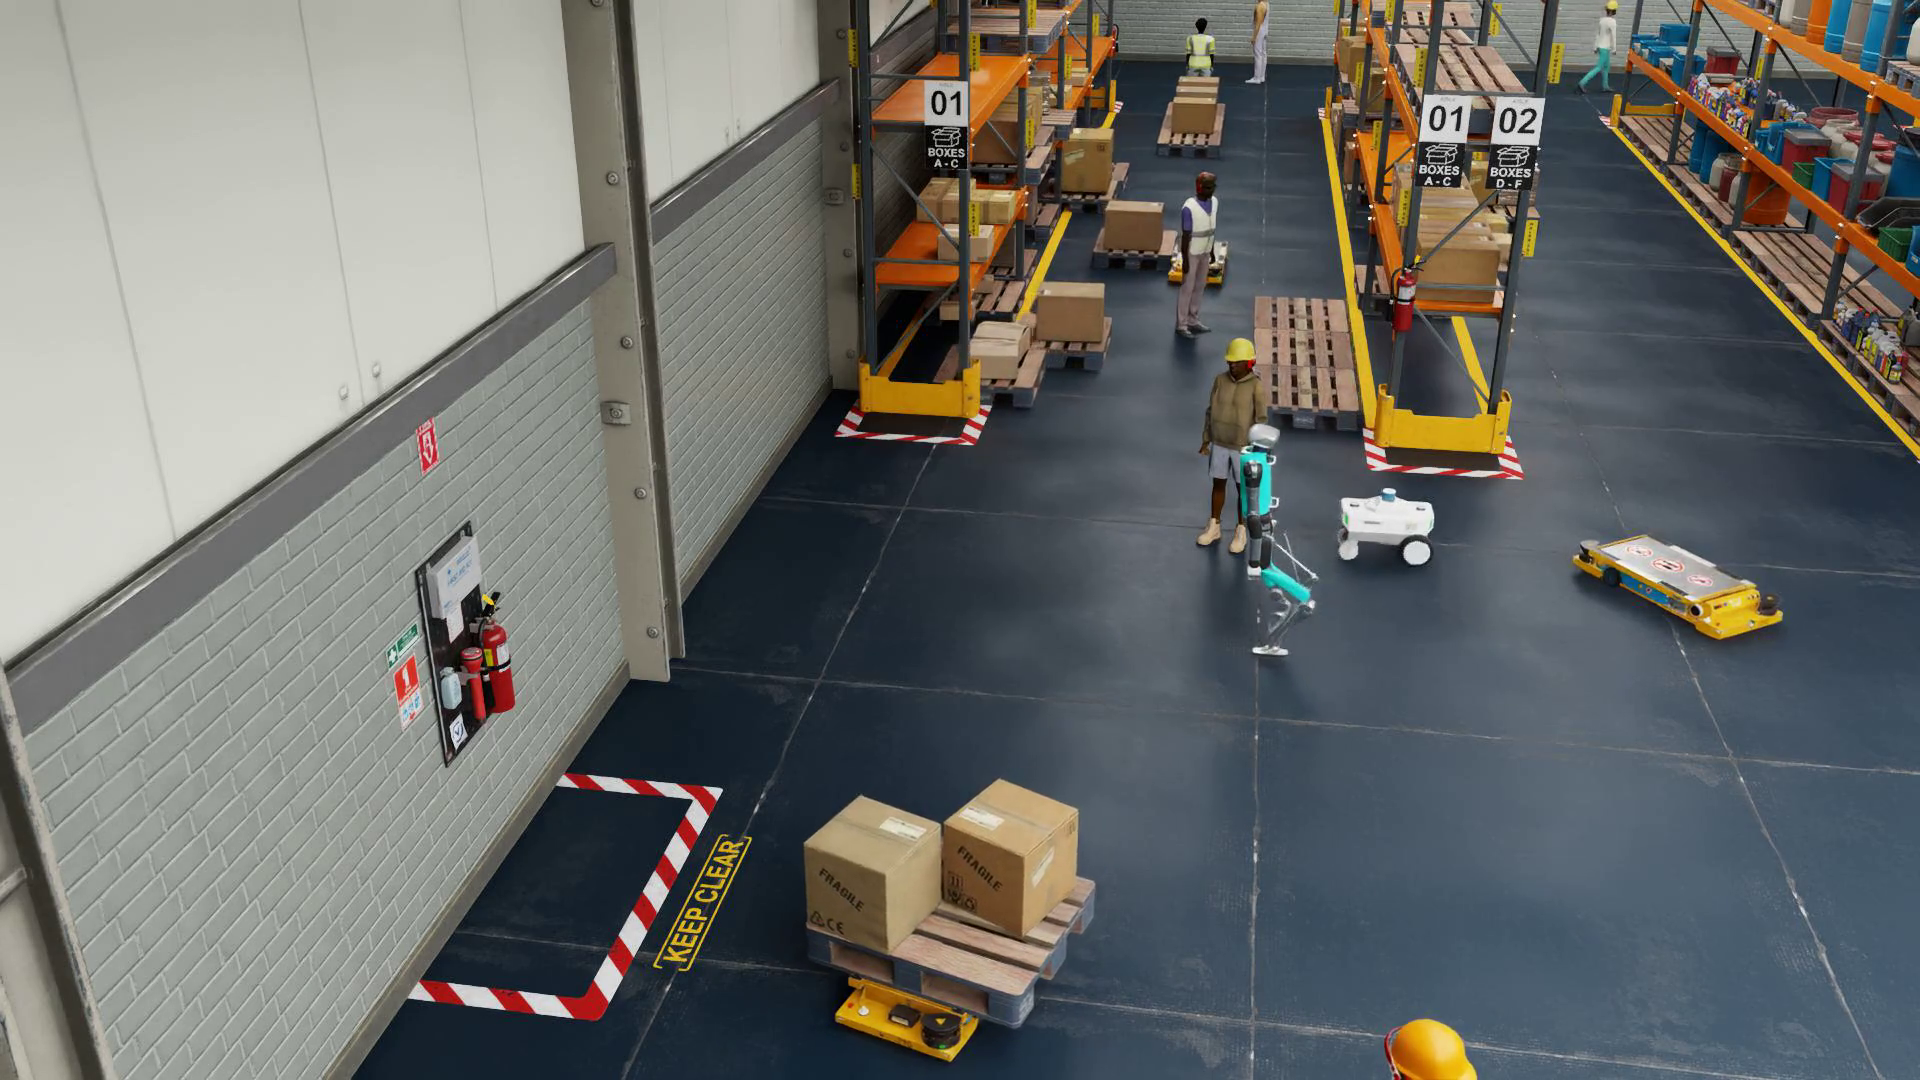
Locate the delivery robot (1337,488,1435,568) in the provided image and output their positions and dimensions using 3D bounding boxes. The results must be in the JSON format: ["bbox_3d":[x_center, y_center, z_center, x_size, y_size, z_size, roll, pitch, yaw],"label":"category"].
[{"bbox_3d":[3.420,-0.109,13.277,0.811,0.614,0.499,3,25,7],"label":"delivery robot"}]

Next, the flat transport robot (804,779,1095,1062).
[{"bbox_3d":[-0.019,2.147,8.762,0.659,0.231,1.431,12,28,24],"label":"flat transport robot"}]

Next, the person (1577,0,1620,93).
[{"bbox_3d":[12.270,-9.420,31.779,0.792,1.732,0.520,-2,25,-5],"label":"person"}]

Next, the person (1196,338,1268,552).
[{"bbox_3d":[2.194,-0.772,13.241,0.544,1.764,0.398,16,29,30],"label":"person"}]

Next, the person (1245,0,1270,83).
[{"bbox_3d":[5.876,-9.984,32.850,0.389,1.858,0.518,15,29,29],"label":"person"}]

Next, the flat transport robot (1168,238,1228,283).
[{"bbox_3d":[2.997,-3.508,20.866,0.659,0.231,1.431,5,25,10],"label":"flat transport robot"}]

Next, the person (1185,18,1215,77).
[{"bbox_3d":[4.299,-8.483,29.823,0.531,1.698,0.319,6,26,13],"label":"person"}]

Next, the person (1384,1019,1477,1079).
[{"bbox_3d":[1.602,2.511,6.080,0.381,1.891,0.563,22,33,38],"label":"person"}]

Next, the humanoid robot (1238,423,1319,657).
[{"bbox_3d":[2.238,0.115,11.491,0.729,1.883,0.539,6,26,12],"label":"humanoid robot"}]

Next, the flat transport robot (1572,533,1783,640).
[{"bbox_3d":[5.445,0.322,12.669,0.659,0.231,1.431,-12,28,-24],"label":"flat transport robot"}]

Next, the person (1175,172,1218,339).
[{"bbox_3d":[2.588,-3.125,18.206,0.401,1.833,0.568,22,33,39],"label":"person"}]
